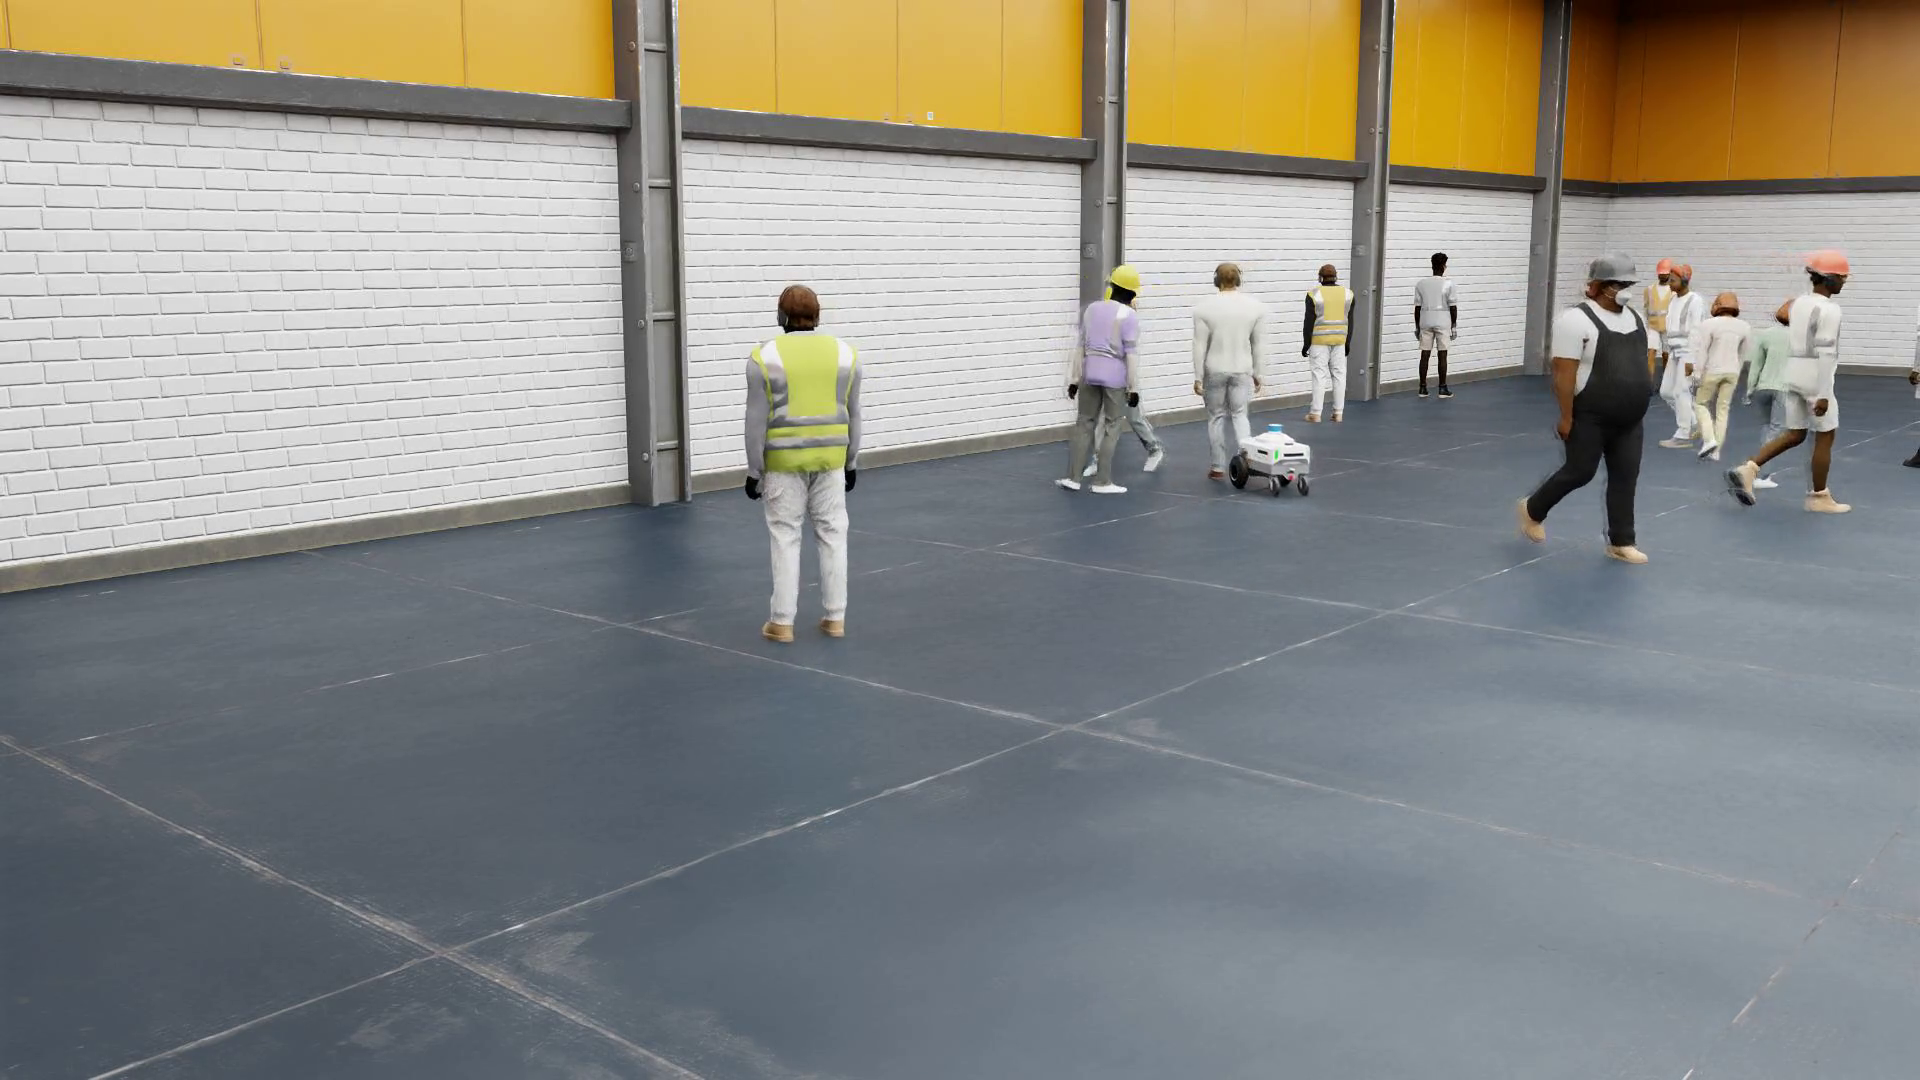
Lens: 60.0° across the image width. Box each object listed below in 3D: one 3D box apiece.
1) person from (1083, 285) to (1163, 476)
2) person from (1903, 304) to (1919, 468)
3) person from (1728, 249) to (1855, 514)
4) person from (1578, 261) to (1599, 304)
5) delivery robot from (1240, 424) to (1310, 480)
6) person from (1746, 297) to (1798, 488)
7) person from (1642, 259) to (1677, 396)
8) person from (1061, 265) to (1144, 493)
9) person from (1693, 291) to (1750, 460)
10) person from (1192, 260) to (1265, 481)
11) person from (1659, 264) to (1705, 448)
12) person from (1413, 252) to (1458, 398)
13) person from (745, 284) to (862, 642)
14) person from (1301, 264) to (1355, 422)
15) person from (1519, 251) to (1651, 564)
[{"bbox_3d":[1.462,-1.442,14.906,0.831,1.713,0.485,-8,13,-40],"label":"person"},{"bbox_3d":[9.002,-1.616,15.277,0.552,1.937,0.356,-1,10,-4],"label":"person"},{"bbox_3d":[6.385,-1.191,12.633,0.815,2.024,0.614,0,10,-1],"label":"person"},{"bbox_3d":[8.715,-2.896,22.848,0.504,1.840,0.345,2,10,9],"label":"person"},{"bbox_3d":[2.617,-0.721,13.845,0.477,0.478,0.707,-3,10,-16],"label":"delivery robot"},{"bbox_3d":[6.943,-1.235,14.040,0.540,1.608,0.508,-5,11,-28],"label":"person"},{"bbox_3d":[9.663,-2.920,22.895,0.539,1.886,1.019,6,12,30],"label":"person"},{"bbox_3d":[1.173,-1.316,13.737,0.744,1.880,0.457,10,14,43],"label":"person"},{"bbox_3d":[7.262,-1.566,15.912,0.531,1.610,0.345,-1,10,-3],"label":"person"},{"bbox_3d":[2.298,-1.426,14.241,0.639,1.919,0.685,-1,10,-6],"label":"person"},{"bbox_3d":[7.362,-1.864,16.888,0.461,1.867,0.619,-1,10,-4],"label":"person"},{"bbox_3d":[6.454,-2.910,22.560,0.603,1.967,0.366,7,12,35],"label":"person"},{"bbox_3d":[-0.808,-0.392,8.583,0.629,1.844,0.429,-4,11,-22],"label":"person"},{"bbox_3d":[4.269,-2.286,19.384,0.621,1.838,0.429,-2,10,-12],"label":"person"},{"bbox_3d":[4.137,-0.897,10.889,0.691,2.000,0.833,-4,11,-22],"label":"person"}]
